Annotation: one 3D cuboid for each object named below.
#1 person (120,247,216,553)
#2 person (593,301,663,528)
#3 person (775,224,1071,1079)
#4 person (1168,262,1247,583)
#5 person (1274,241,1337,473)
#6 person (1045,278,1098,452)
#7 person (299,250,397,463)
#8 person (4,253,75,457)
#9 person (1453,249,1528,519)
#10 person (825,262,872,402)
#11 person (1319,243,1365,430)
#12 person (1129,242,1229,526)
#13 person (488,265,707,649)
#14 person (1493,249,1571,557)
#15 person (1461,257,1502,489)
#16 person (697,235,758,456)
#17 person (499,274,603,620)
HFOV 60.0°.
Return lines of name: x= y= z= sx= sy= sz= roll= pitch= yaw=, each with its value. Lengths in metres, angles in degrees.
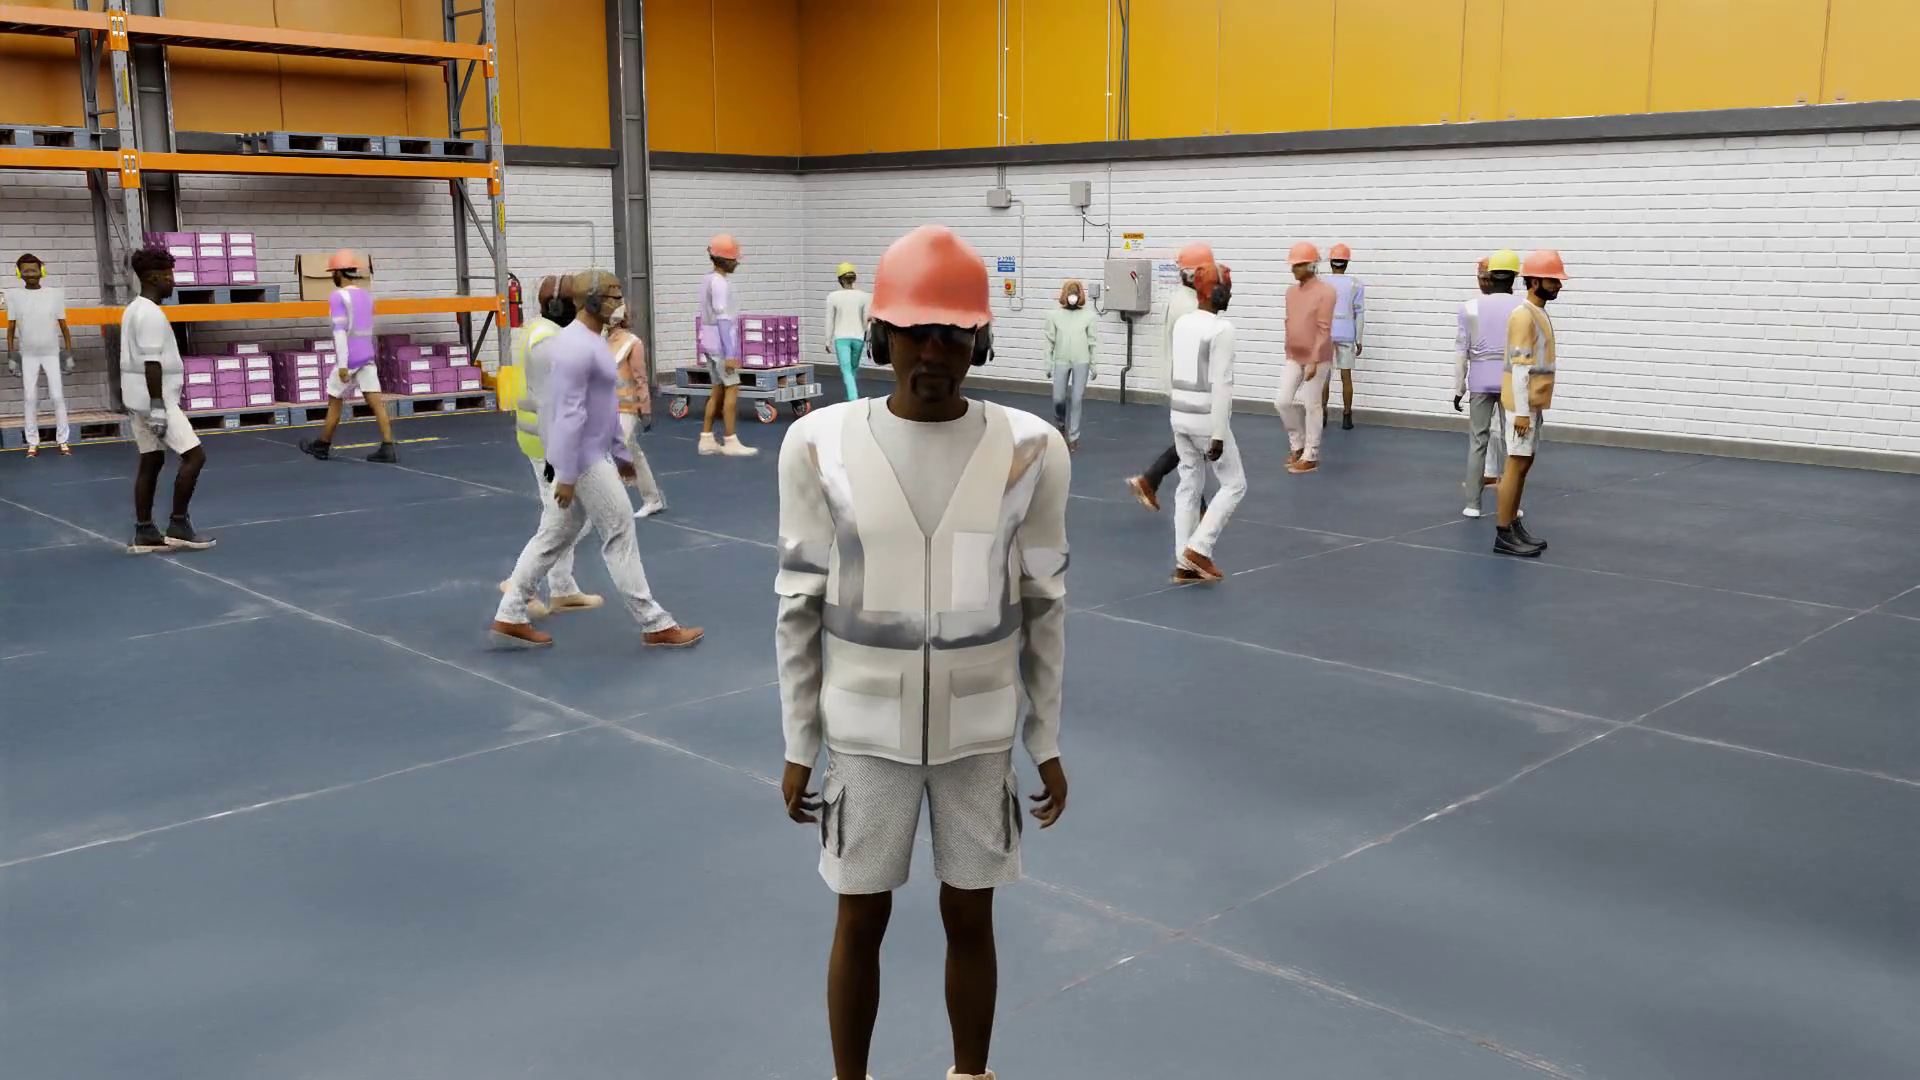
person: x=-5.060 y=-0.887 z=10.630 sx=0.620 sy=1.943 sz=0.650 roll=-8 pitch=13 yaw=-36
person: x=-2.421 y=-0.903 z=11.702 sx=0.539 sy=1.589 sz=0.876 roll=9 pitch=14 yaw=42
person: x=-0.071 y=0.391 z=3.408 sx=0.605 sy=2.043 sz=0.388 roll=-1 pitch=10 yaw=-5
person: x=1.422 y=-0.659 z=9.620 sx=0.412 sy=1.870 sz=0.578 roll=-6 pitch=12 yaw=-30
person: x=2.921 y=-1.538 z=14.133 sx=0.449 sy=1.971 sz=0.612 roll=-7 pitch=13 yaw=-35
person: x=1.051 y=-1.649 z=15.674 sx=0.502 sy=1.621 sz=0.405 roll=1 pitch=10 yaw=4
person: x=-5.465 y=-1.627 z=14.838 sx=1.004 sy=1.879 sz=0.574 roll=4 pitch=11 yaw=20
person: x=-8.430 y=-1.687 z=15.247 sx=0.538 sy=1.860 sz=0.326 roll=-5 pitch=12 yaw=-27
person: x=3.828 y=-1.100 z=11.861 sx=0.594 sy=1.922 sz=0.385 roll=3 pitch=11 yaw=18
person: x=-1.245 y=-2.275 z=18.827 sx=0.525 sy=1.725 sz=0.870 roll=-4 pitch=11 yaw=-22
person: x=3.931 y=-2.119 z=17.385 sx=0.551 sy=1.934 sz=0.372 roll=1 pitch=10 yaw=8
person: x=1.557 y=-1.075 z=11.576 sx=0.597 sy=1.976 sz=0.642 roll=1 pitch=10 yaw=4
person: x=-1.824 y=-0.377 z=8.049 sx=1.044 sy=1.888 sz=0.656 roll=-2 pitch=11 yaw=-8
person: x=3.634 y=-0.867 z=10.555 sx=0.375 sy=1.935 sz=0.551 roll=6 pitch=12 yaw=28
person: x=4.231 y=-1.318 z=13.209 sx=0.438 sy=1.865 sz=0.598 roll=-1 pitch=10 yaw=-7
person: x=-2.157 y=-1.763 z=15.246 sx=0.521 sy=2.013 sz=0.643 roll=-4 pitch=11 yaw=-20
person: x=-2.148 y=-0.485 z=8.786 sx=0.500 sy=1.826 sz=0.624 roll=-4 pitch=11 yaw=-21
